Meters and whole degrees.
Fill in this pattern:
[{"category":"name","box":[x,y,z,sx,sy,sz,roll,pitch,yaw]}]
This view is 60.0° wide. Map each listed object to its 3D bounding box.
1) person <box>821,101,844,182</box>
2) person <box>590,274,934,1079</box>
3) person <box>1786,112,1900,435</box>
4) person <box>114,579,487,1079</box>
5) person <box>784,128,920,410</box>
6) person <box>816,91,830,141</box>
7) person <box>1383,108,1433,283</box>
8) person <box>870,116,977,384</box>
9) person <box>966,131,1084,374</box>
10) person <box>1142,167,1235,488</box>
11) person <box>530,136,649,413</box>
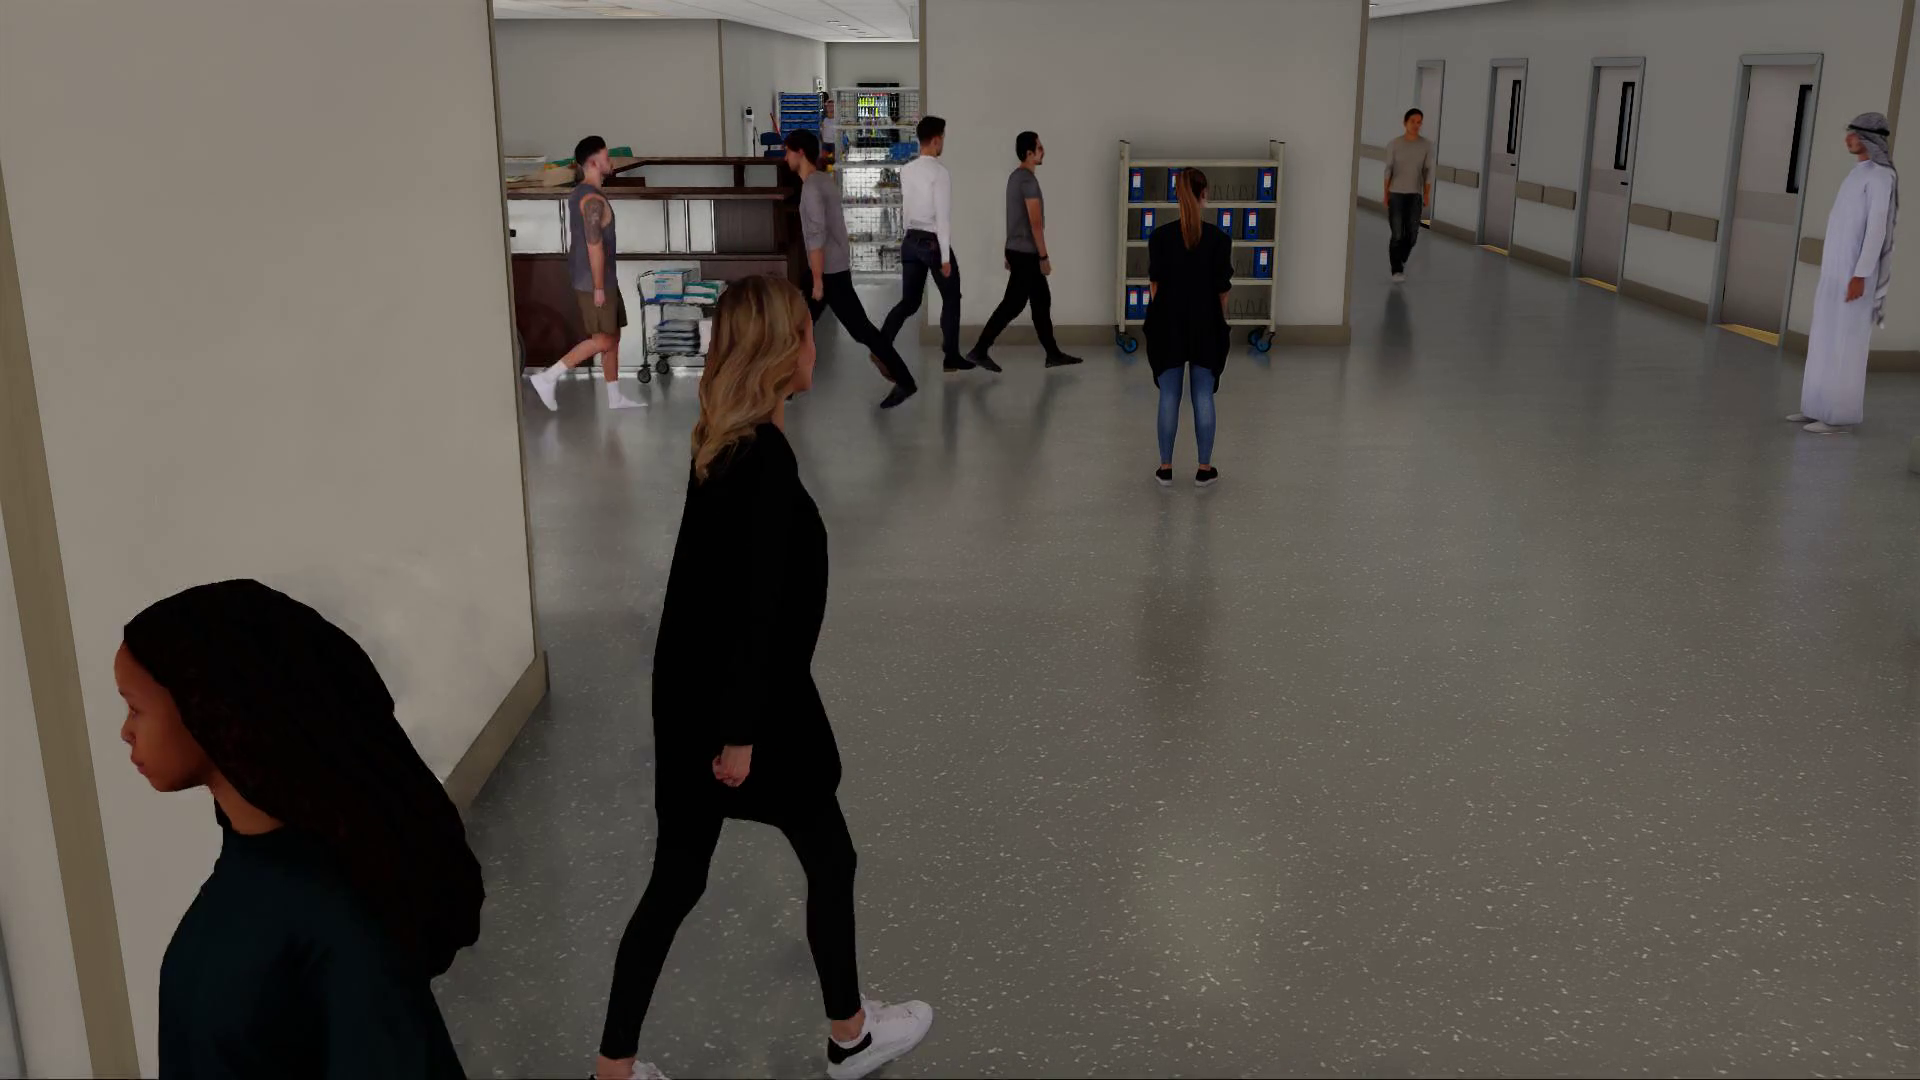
[{"category":"person","box":[-2.478,-7.691,32.282,0.713,1.609,0.691,2,16,8]},{"category":"person","box":[-0.534,0.398,3.324,1.125,1.754,0.951,-7,17,-24]},{"category":"person","box":[5.466,-1.634,10.205,0.678,1.931,0.721,2,16,8]},{"category":"person","box":[-0.690,0.835,2.098,0.981,1.577,1.054,14,21,41]},{"category":"person","box":[-0.727,-1.659,10.622,1.315,1.751,0.671,-1,16,-2]},{"category":"person","box":[-3.213,-9.652,39.049,0.640,1.711,0.728,12,19,35]},{"category":"person","box":[4.648,-3.625,17.537,0.712,1.782,0.719,1,16,3]},{"category":"person","box":[-0.318,-2.039,11.810,1.196,1.838,1.224,14,21,40]},{"category":"person","box":[0.385,-2.061,12.097,1.191,1.725,0.782,-3,16,-10]},{"category":"person","box":[1.209,-1.125,8.856,0.557,1.683,0.727,3,16,10]},{"category":"person","box":[-2.446,-1.678,10.816,1.121,1.829,0.894,-7,17,-23]}]
